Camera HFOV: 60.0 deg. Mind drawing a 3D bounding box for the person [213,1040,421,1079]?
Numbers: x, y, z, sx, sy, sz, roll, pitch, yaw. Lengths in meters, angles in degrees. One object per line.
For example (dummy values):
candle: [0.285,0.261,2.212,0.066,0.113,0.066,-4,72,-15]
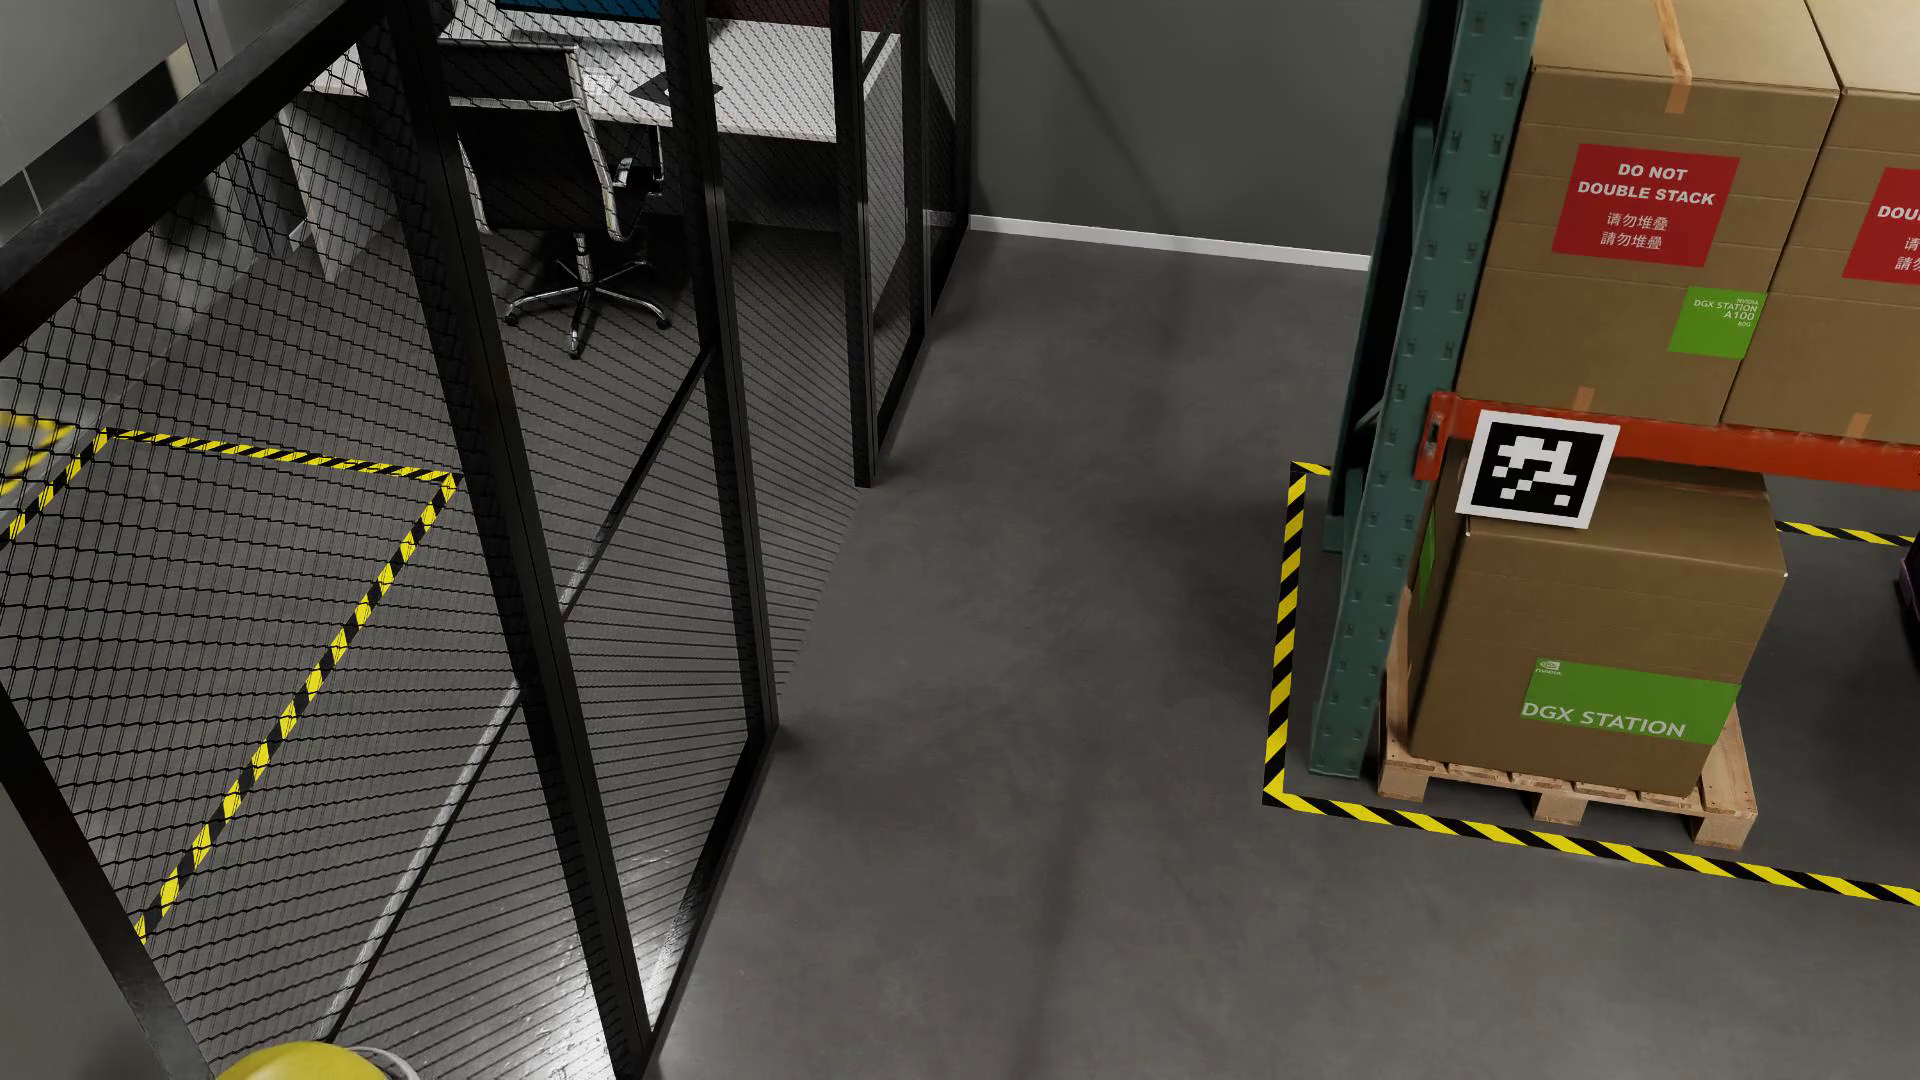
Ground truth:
person: [-0.676,1.220,2.173,0.590,1.833,0.404,12,42,14]
